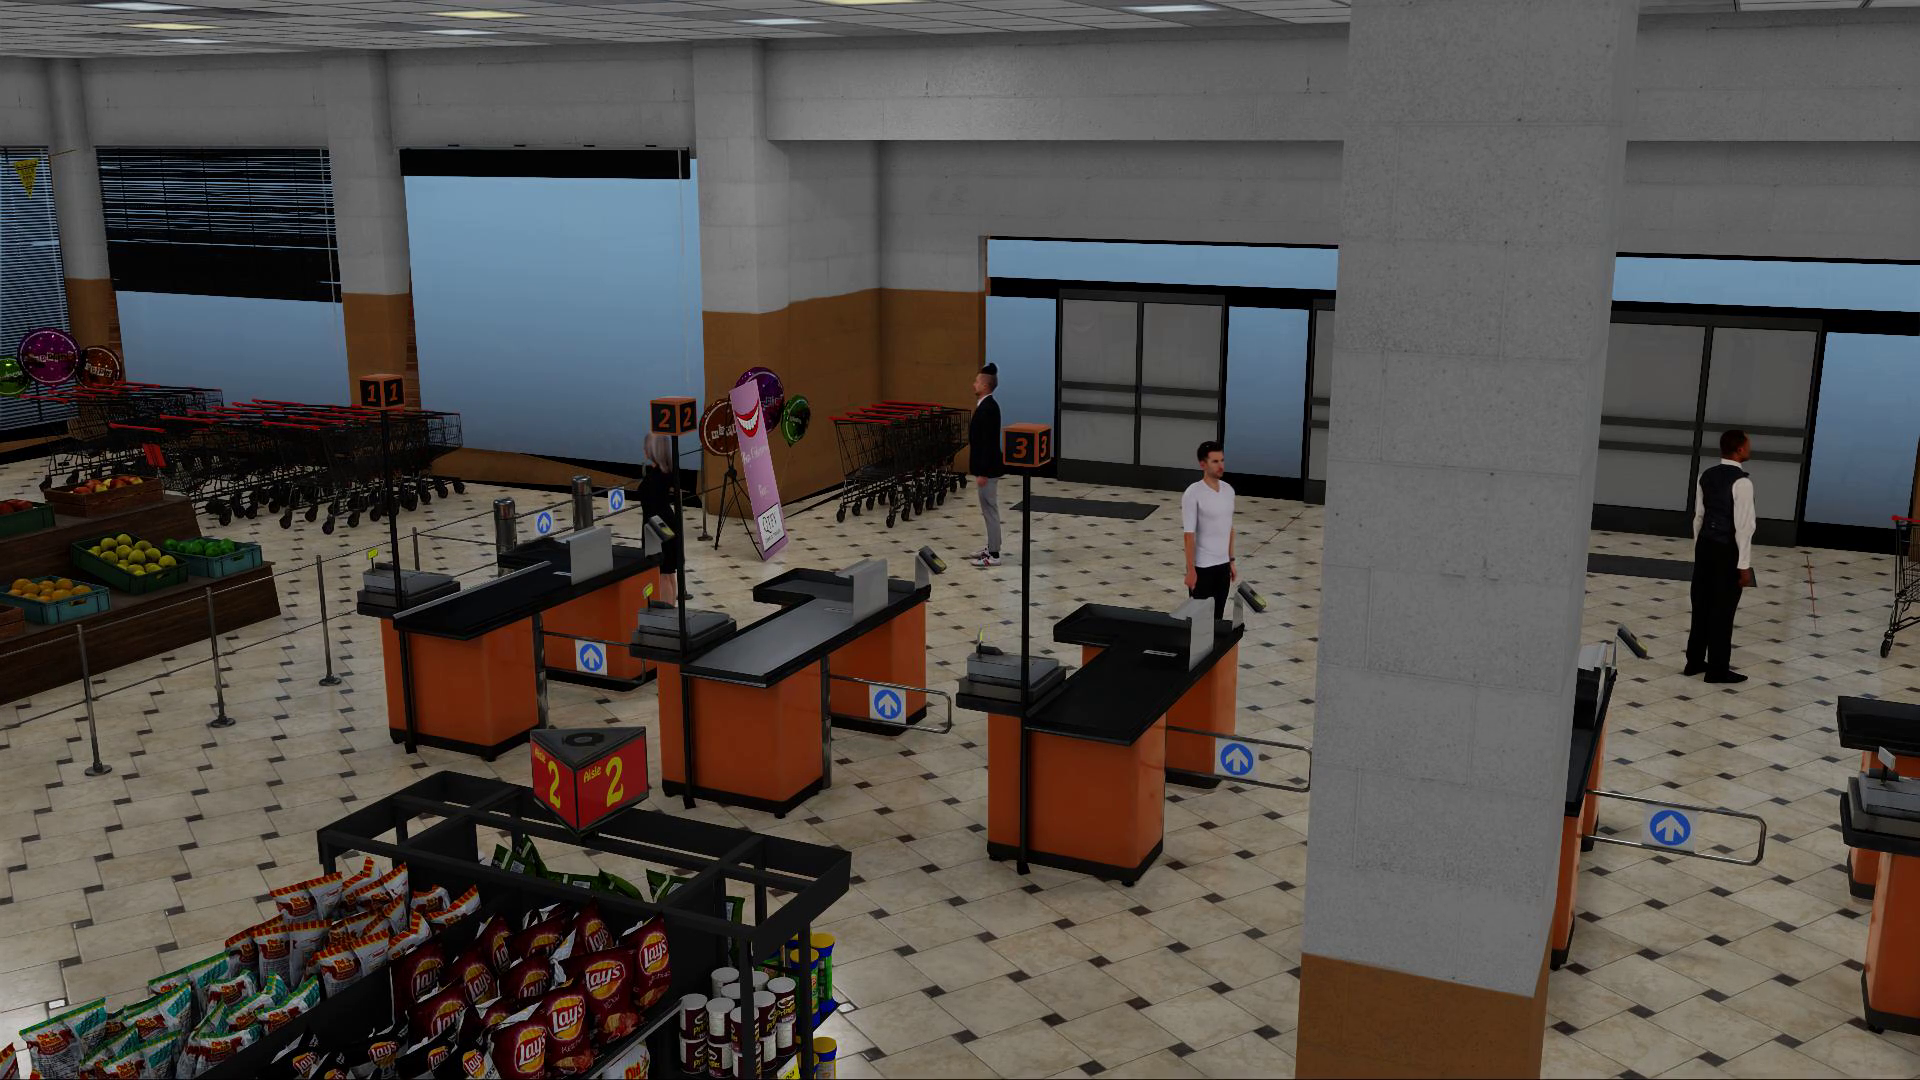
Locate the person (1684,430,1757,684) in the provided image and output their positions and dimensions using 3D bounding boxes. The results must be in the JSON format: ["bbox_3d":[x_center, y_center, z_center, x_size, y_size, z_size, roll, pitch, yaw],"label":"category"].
[{"bbox_3d":[5.745,0.114,12.560,0.832,1.919,0.764,-4,14,-17],"label":"person"}]

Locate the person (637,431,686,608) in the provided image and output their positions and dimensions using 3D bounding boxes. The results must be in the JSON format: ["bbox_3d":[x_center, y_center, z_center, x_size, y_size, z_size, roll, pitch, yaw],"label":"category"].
[{"bbox_3d":[-2.444,-0.036,13.540,0.738,1.747,0.624,1,14,3],"label":"person"}]

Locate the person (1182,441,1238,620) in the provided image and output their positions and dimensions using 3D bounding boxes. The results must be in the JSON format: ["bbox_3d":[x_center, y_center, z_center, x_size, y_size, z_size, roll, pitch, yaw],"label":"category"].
[{"bbox_3d":[1.859,0.171,12.467,0.673,1.852,0.809,-11,17,-37],"label":"person"}]

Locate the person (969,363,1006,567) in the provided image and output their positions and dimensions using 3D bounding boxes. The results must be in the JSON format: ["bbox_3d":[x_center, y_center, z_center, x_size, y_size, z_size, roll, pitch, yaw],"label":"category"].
[{"bbox_3d":[0.267,-0.730,15.974,0.851,1.950,0.684,0,14,2],"label":"person"}]
